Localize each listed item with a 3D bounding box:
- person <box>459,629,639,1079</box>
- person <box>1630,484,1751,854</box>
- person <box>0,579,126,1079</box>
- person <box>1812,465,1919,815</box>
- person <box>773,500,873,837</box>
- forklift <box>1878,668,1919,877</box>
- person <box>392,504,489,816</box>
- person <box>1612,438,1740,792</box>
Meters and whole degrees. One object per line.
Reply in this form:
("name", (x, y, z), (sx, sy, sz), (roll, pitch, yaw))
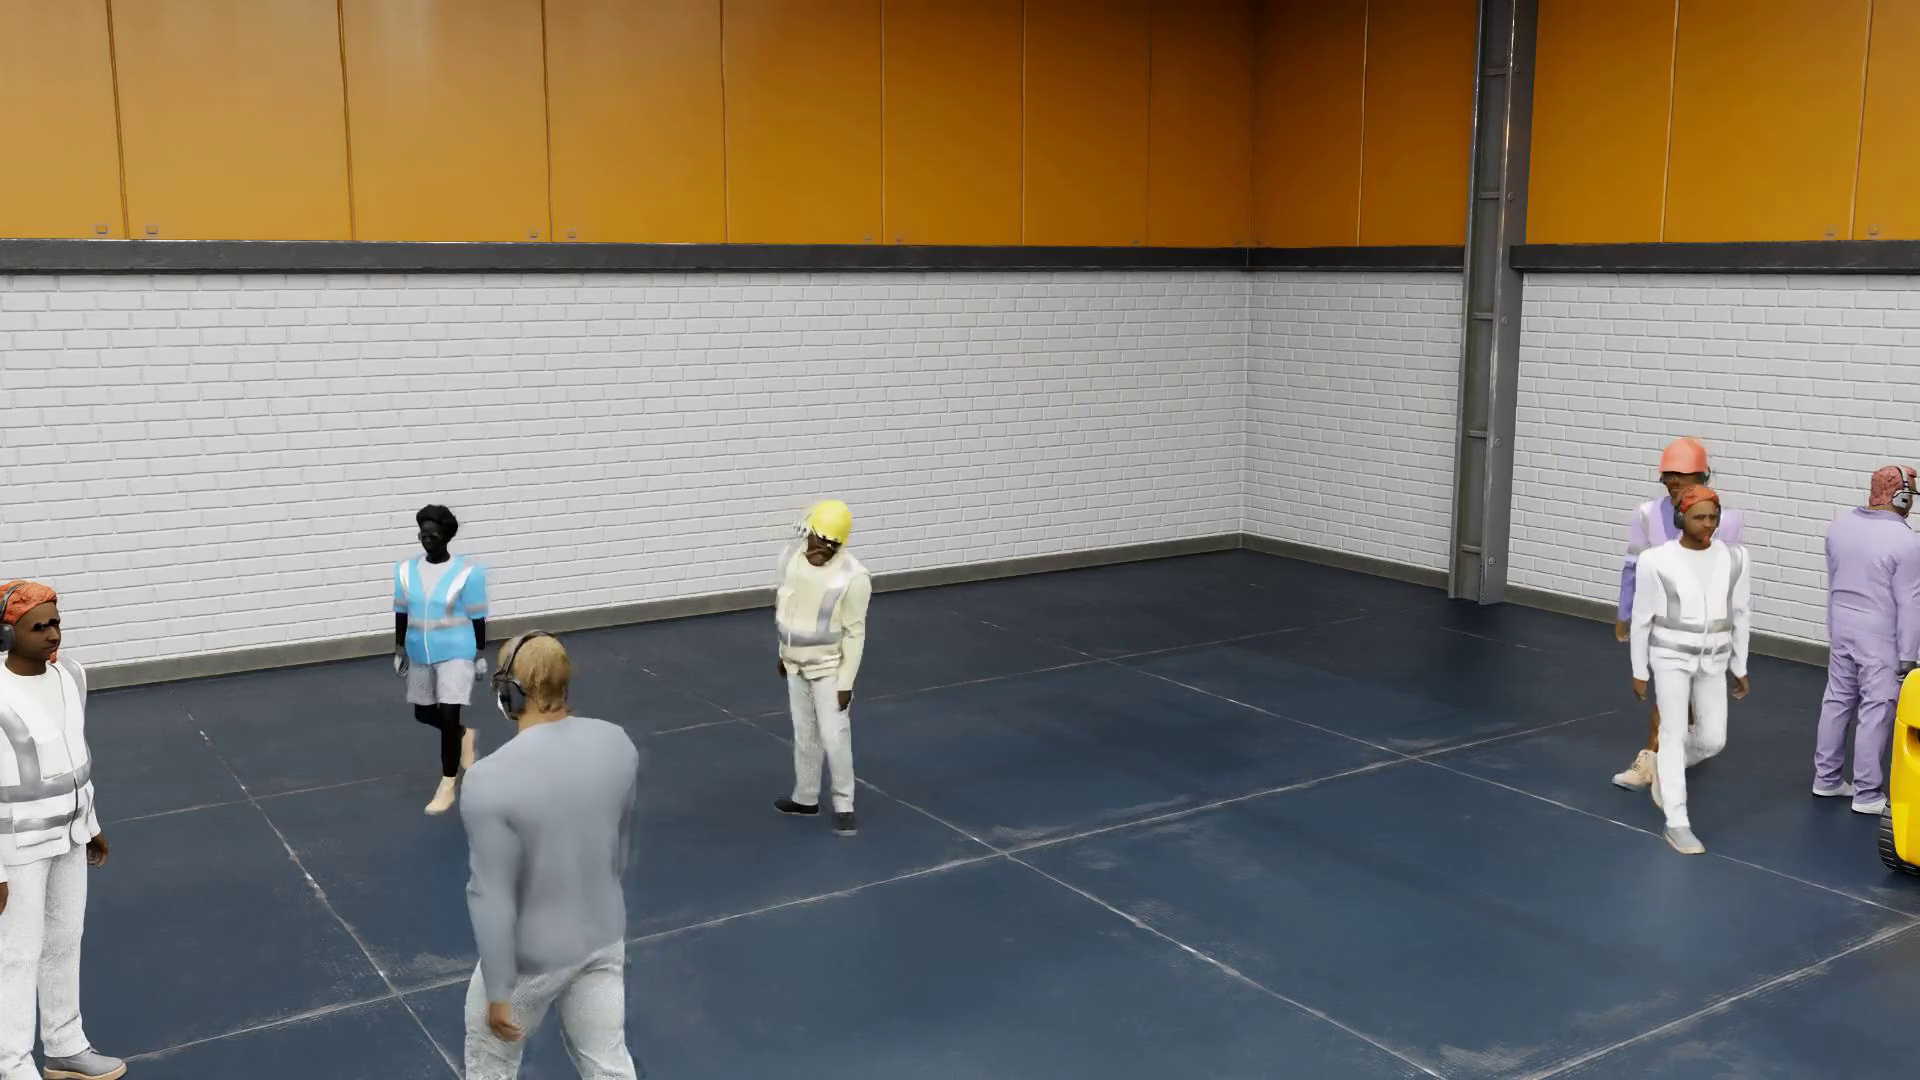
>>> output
("person", (-1.289, 1.198, 5.000), (0.898, 1.904, 0.645), (7, 12, 37))
("person", (3.719, 0.629, 8.542), (0.594, 1.870, 0.647), (0, 9, -2))
("person", (-3.229, 1.069, 5.837), (0.337, 1.882, 0.584), (1, 10, 8))
("person", (4.967, 0.536, 9.009), (0.403, 1.900, 0.637), (-2, 10, -14))
("person", (-0.782, 0.652, 8.700), (0.719, 1.786, 0.406), (8, 12, 40))
("forklift", (5.511, 0.571, 7.906), (2.313, 2.155, 1.214), (-6, 11, -33))
("person", (-2.836, 0.612, 9.194), (0.539, 1.678, 0.701), (2, 10, 12))
("person", (4.114, 0.402, 9.555), (1.079, 1.991, 0.624), (-7, 12, -37))
